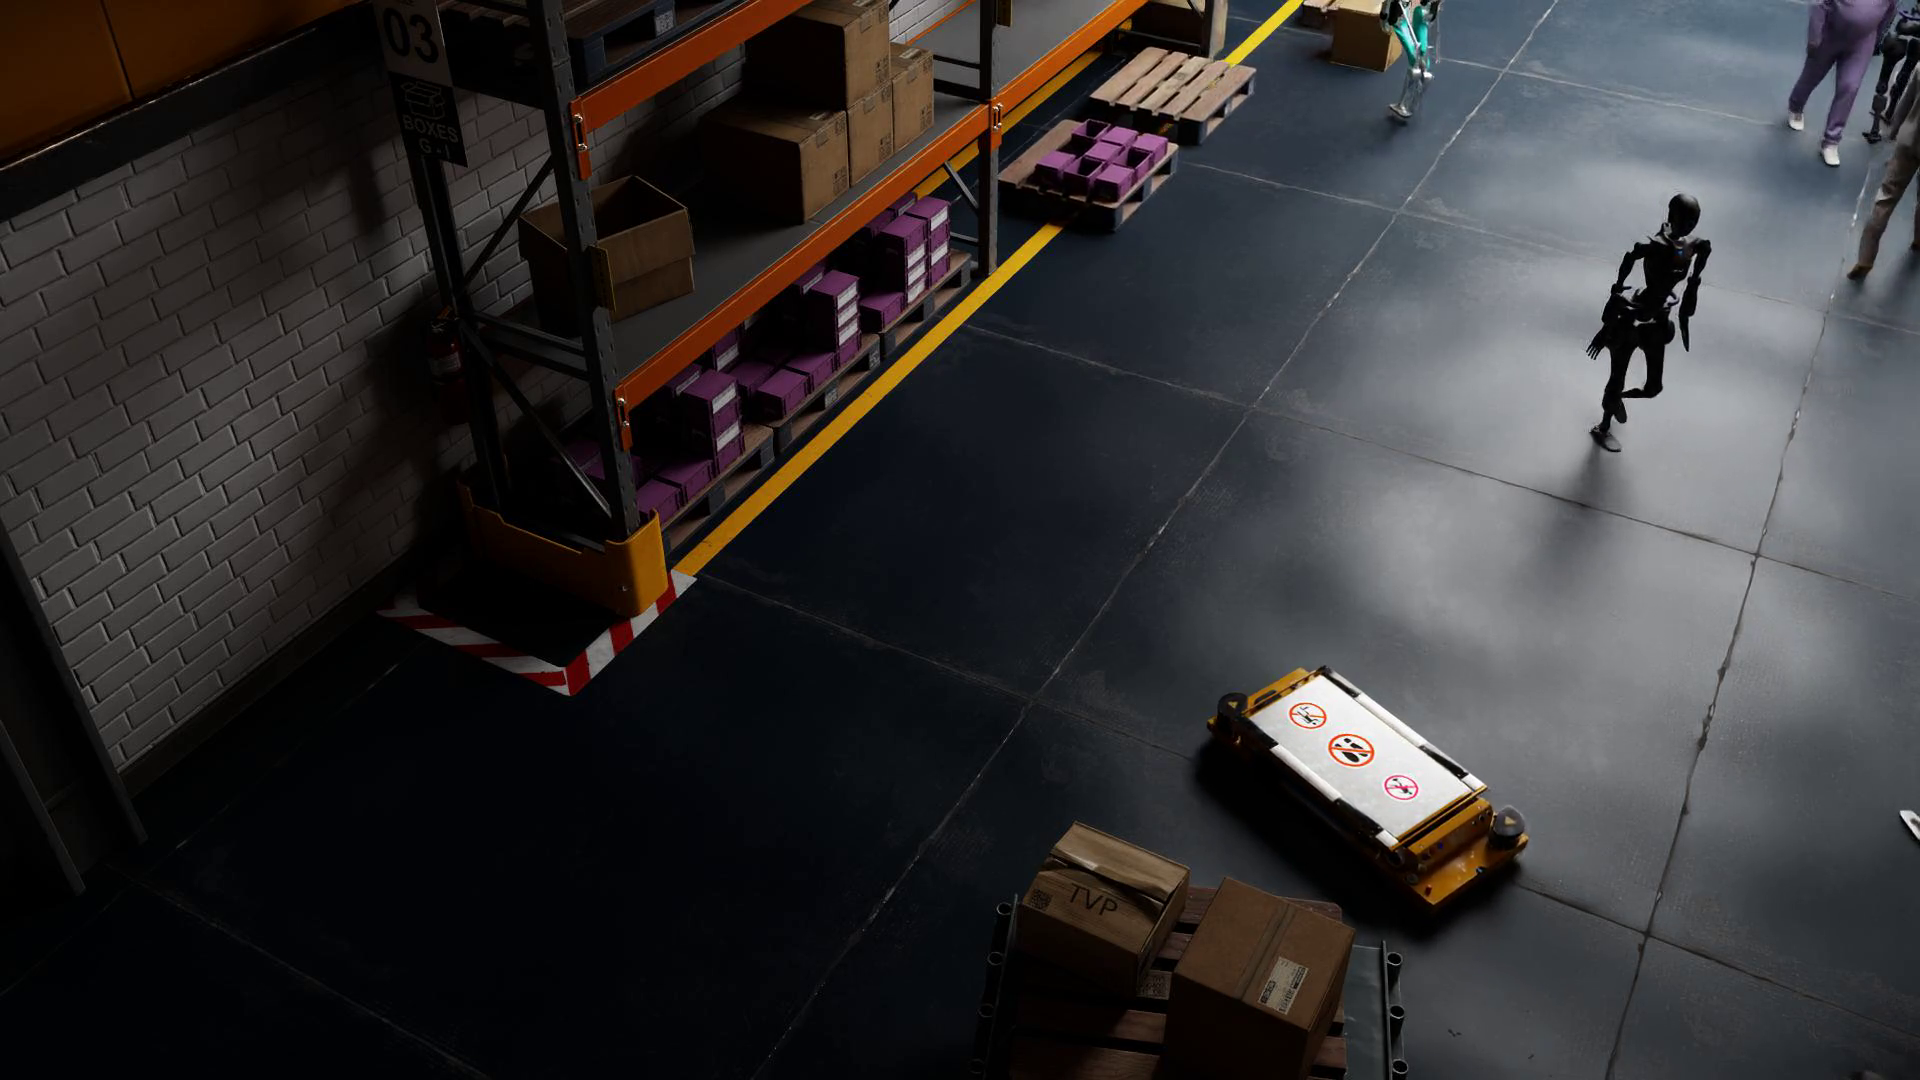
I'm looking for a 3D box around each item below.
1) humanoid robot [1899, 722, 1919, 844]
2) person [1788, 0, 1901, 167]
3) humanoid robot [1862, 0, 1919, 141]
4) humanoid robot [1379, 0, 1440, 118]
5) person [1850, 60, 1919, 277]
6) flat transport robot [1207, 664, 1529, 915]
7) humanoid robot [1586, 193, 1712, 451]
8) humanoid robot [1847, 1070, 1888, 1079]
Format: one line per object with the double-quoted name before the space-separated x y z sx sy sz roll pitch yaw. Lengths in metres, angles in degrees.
"humanoid robot" 4.430 0.912 6.947 0.555 1.824 0.872 -6 39 -8
"person" 6.849 -3.940 12.873 0.657 1.861 0.903 6 39 7
"humanoid robot" 7.495 -4.002 13.120 0.609 1.642 0.599 1 39 1
"humanoid robot" 3.674 -4.106 13.220 0.542 1.831 0.759 -11 40 -14
"person" 6.649 -2.742 11.388 0.565 1.844 0.983 30 48 32
"flat transport robot" 1.895 1.110 7.832 0.659 0.231 1.431 -25 45 -28
"humanoid robot" 3.974 -1.292 9.706 0.616 1.641 0.386 -7 39 -9
"humanoid robot" 2.609 2.235 5.341 0.609 1.625 0.785 5 39 7
